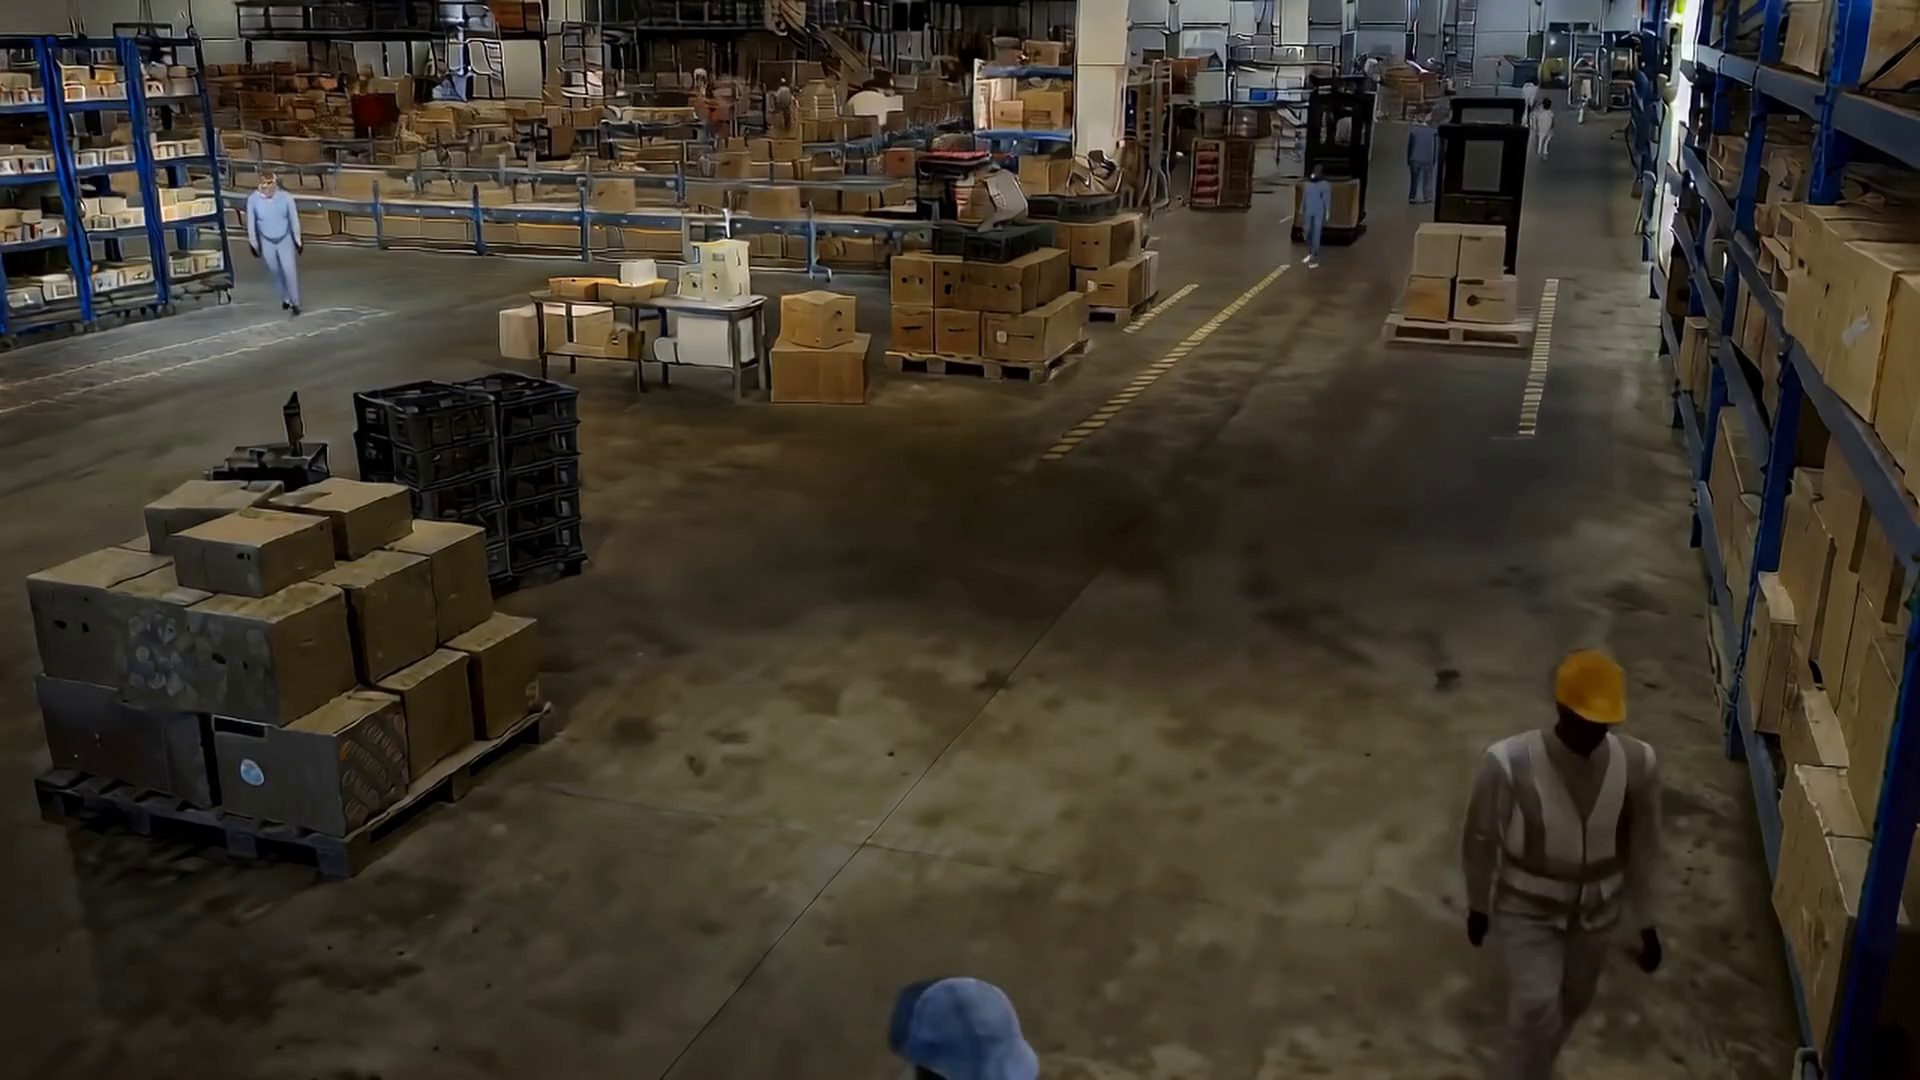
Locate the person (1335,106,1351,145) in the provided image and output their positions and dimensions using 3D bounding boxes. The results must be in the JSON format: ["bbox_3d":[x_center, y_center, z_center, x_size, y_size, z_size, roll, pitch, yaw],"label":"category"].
[{"bbox_3d":[9.107,-9.316,39.157,0.593,1.815,0.727,7,19,21],"label":"person"}]

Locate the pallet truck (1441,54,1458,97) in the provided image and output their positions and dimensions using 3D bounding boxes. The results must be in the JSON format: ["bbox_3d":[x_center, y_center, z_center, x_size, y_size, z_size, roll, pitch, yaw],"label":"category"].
[{"bbox_3d":[22.765,-21.886,78.355,0.823,1.965,1.885,-4,18,-14],"label":"pallet truck"}]

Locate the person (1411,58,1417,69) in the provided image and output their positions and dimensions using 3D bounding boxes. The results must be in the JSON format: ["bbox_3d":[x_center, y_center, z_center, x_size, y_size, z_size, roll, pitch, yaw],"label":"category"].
[{"bbox_3d":[22.341,-22.840,81.874,0.425,1.686,0.535,9,20,27],"label":"person"}]

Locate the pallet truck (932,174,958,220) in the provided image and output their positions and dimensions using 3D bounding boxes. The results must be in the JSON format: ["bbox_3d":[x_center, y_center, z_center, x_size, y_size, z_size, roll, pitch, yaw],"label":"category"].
[{"bbox_3d":[-0.507,-5.292,27.348,0.653,1.274,1.630,6,19,19],"label":"pallet truck"}]

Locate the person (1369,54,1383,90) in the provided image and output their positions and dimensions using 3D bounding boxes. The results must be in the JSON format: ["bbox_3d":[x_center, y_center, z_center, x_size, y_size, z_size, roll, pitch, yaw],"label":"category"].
[{"bbox_3d":[19.735,-22.041,78.929,1.026,1.936,0.620,-5,18,-14],"label":"person"}]

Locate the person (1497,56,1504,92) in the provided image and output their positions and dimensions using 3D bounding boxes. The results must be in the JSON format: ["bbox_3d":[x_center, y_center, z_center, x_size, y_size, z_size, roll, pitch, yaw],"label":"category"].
[{"bbox_3d":[27.042,-23.322,83.245,0.524,1.768,0.312,-14,23,-38],"label":"person"}]

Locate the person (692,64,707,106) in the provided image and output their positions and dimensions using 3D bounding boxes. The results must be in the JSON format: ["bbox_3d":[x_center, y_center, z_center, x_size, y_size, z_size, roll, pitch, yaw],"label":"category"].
[{"bbox_3d":[-10.754,-18.668,68.497,0.972,1.831,0.594,11,21,31],"label":"person"}]

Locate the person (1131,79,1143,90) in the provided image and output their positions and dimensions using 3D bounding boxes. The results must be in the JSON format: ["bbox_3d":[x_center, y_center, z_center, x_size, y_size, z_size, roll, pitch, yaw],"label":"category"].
[{"bbox_3d":[7.181,-18.093,66.476,0.791,1.996,0.417,9,20,25],"label":"person"}]

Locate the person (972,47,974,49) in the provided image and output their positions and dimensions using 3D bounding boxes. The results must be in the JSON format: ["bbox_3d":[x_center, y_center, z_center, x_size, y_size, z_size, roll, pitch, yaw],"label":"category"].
[{"bbox_3d":[0.829,-27.521,96.190,0.826,1.912,0.591,-5,18,-15],"label":"person"}]

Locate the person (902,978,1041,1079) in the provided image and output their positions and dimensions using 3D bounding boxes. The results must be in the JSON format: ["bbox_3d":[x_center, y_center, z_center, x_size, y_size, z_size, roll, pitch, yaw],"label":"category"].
[{"bbox_3d":[0.075,1.863,3.869,0.759,1.909,0.565,5,18,15],"label":"person"}]

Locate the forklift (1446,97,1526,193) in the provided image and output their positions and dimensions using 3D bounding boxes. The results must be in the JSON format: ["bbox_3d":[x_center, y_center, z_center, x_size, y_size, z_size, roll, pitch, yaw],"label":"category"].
[{"bbox_3d":[6.915,-4.461,22.172,1.129,2.768,1.873,6,19,18],"label":"forklift"}]

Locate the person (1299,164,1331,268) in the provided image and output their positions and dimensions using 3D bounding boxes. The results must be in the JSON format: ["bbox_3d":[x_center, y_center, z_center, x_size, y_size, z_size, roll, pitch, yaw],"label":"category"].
[{"bbox_3d":[5.599,-5.112,26.266,0.508,1.622,0.397,15,23,39],"label":"person"}]

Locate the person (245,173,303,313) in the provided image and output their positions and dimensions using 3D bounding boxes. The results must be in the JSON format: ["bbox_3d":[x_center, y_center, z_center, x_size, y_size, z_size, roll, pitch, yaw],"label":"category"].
[{"bbox_3d":[-9.167,-3.959,22.268,0.664,1.848,1.000,-6,19,-19],"label":"person"}]

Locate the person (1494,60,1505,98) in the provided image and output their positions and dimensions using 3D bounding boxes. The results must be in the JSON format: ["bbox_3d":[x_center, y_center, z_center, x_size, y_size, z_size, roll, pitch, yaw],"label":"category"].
[{"bbox_3d":[23.963,-20.390,73.923,0.430,1.836,0.624,3,18,8],"label":"person"}]

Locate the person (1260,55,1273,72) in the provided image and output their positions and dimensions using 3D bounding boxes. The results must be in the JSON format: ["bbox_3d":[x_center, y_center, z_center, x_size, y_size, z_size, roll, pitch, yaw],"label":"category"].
[{"bbox_3d":[14.497,-21.947,78.644,0.627,1.940,0.371,7,19,20],"label":"person"}]

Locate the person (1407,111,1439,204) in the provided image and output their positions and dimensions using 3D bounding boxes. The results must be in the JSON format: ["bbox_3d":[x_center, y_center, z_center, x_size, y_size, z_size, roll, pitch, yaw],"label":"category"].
[{"bbox_3d":[9.737,-8.046,35.017,0.641,1.908,0.407,4,18,14],"label":"person"}]

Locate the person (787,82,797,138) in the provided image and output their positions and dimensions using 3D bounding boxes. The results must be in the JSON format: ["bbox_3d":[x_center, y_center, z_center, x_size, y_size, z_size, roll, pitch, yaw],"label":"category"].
[{"bbox_3d":[-5.050,-12.873,50.244,0.329,1.872,0.508,-10,20,-28],"label":"person"}]

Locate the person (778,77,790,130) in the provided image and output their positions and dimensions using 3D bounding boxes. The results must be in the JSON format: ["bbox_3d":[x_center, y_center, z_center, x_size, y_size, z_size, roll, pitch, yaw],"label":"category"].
[{"bbox_3d":[-5.934,-14.899,56.802,0.538,1.743,0.401,-5,18,-14],"label":"person"}]

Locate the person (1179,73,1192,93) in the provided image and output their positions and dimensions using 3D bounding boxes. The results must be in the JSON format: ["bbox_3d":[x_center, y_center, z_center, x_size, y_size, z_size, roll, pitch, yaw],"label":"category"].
[{"bbox_3d":[7.777,-15.170,57.486,1.066,1.848,0.578,1,18,4],"label":"person"}]

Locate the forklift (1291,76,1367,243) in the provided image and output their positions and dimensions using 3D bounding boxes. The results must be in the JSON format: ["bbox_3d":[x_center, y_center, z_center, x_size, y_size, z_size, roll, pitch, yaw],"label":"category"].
[{"bbox_3d":[6.598,-6.755,29.381,1.129,2.768,1.873,6,19,19],"label":"forklift"}]

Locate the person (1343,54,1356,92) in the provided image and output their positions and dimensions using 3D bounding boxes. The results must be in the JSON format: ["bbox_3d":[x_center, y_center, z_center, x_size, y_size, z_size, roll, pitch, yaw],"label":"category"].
[{"bbox_3d":[19.093,-22.779,81.358,0.591,1.872,0.960,-5,18,-14],"label":"person"}]

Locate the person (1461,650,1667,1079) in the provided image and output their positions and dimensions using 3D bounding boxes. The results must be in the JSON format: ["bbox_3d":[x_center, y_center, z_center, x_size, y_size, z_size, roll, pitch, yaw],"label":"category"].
[{"bbox_3d":[2.071,1.287,5.664,0.629,1.922,0.674,-2,18,-5],"label":"person"}]

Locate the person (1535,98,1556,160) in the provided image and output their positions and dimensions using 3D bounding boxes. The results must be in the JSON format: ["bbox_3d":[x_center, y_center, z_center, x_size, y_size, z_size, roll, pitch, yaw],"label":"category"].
[{"bbox_3d":[15.890,-11.152,45.172,0.556,1.641,0.873,1,18,5],"label":"person"}]

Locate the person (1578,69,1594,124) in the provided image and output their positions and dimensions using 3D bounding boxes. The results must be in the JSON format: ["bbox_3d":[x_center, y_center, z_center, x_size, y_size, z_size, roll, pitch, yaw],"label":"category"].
[{"bbox_3d":[22.512,-15.933,59.776,0.388,1.930,0.539,2,18,7],"label":"person"}]

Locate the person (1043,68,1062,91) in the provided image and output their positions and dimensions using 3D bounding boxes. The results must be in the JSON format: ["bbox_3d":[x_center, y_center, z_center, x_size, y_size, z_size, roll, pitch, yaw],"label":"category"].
[{"bbox_3d":[3.336,-15.856,59.338,0.676,2.000,0.536,6,19,17],"label":"person"}]

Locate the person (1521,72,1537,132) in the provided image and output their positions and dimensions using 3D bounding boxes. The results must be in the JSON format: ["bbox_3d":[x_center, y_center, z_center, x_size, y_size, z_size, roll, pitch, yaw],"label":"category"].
[{"bbox_3d":[19.002,-14.667,55.724,0.361,1.964,0.616,-9,20,-27],"label":"person"}]
